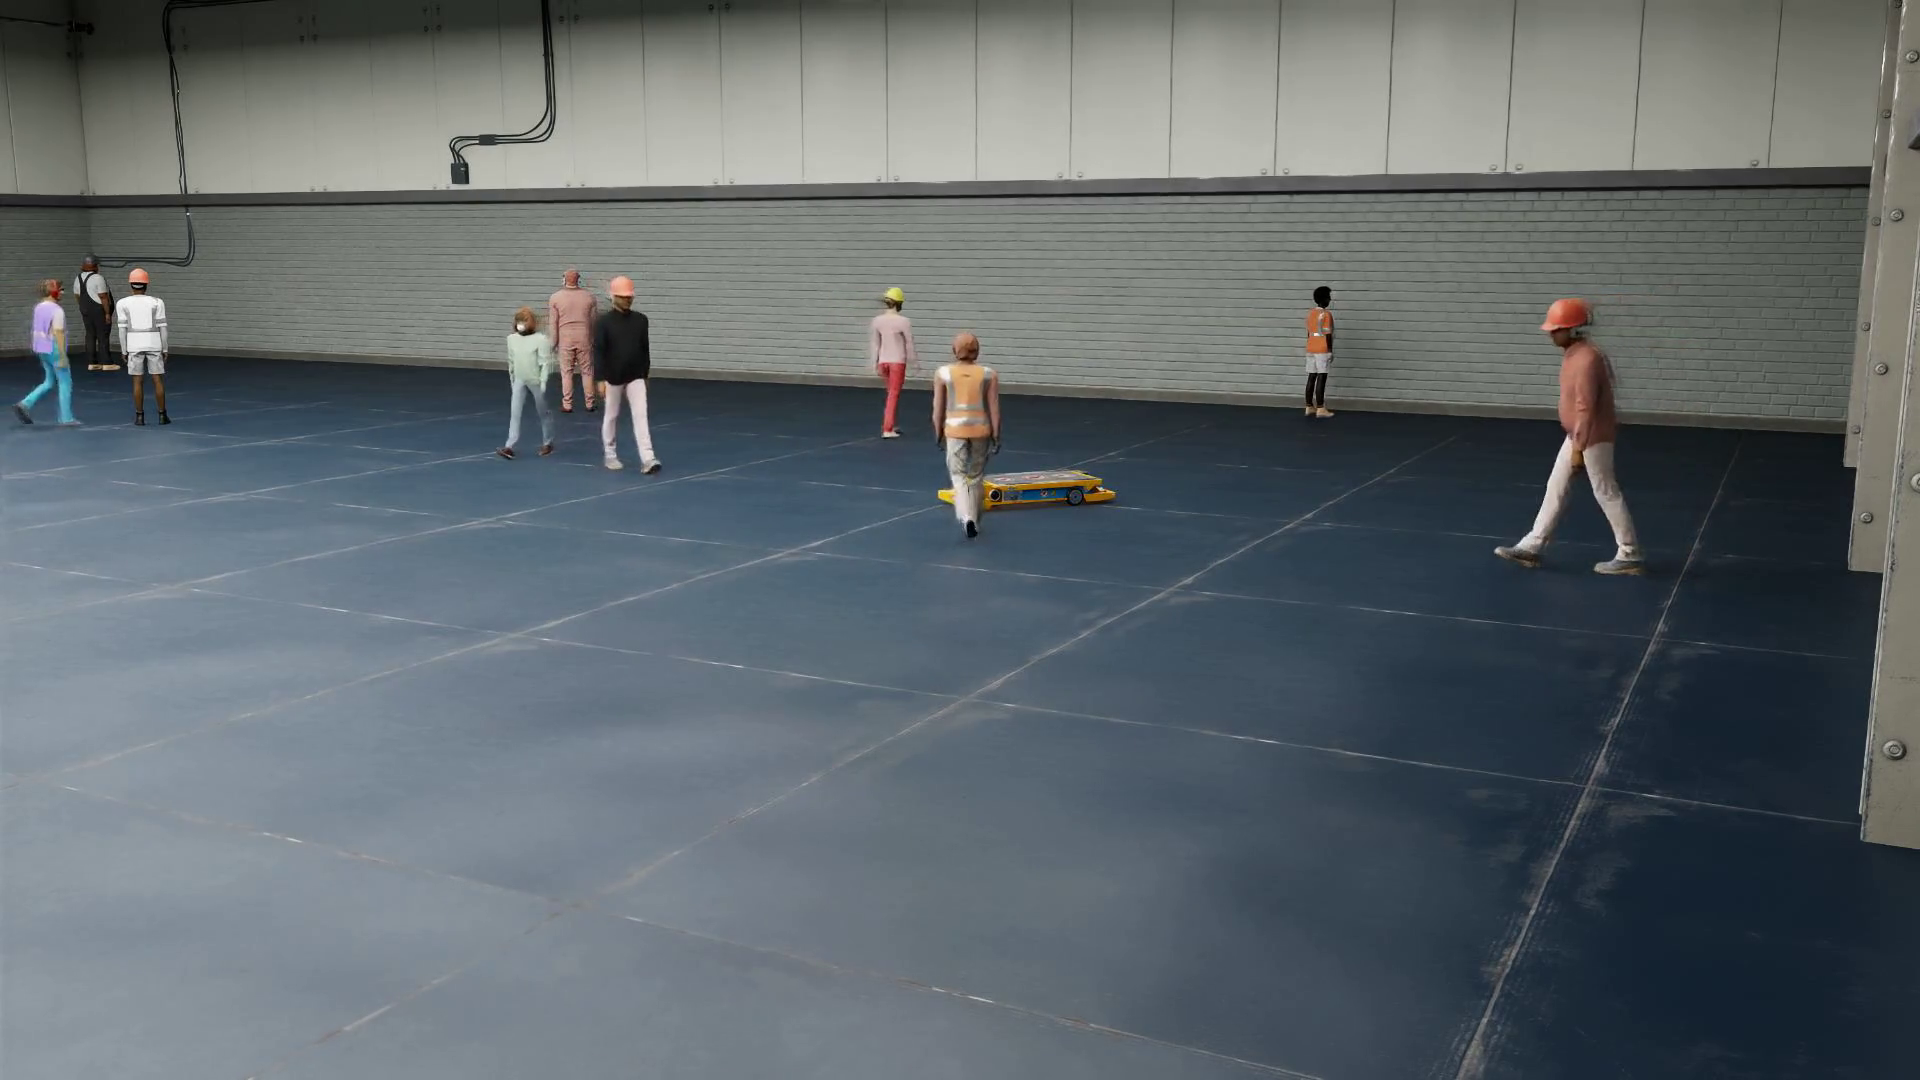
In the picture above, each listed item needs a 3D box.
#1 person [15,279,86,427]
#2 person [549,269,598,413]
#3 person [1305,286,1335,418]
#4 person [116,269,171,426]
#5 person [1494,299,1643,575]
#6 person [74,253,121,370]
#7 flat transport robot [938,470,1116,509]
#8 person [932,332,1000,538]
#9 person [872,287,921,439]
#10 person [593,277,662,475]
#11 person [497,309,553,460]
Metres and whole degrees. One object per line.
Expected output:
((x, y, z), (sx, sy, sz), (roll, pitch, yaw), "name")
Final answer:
((-11.170, -2.270, 20.331), (0.577, 1.830, 0.667), (8, 13, 36), "person")
((-5.142, -2.649, 22.155), (0.652, 1.906, 0.402), (-4, 11, -22), "person")
((4.674, -2.437, 21.568), (0.318, 1.699, 0.535), (-4, 11, -19), "person")
((-10.116, -2.385, 20.632), (0.552, 1.937, 0.356), (-5, 11, -25), "person")
((4.282, -0.702, 11.525), (1.039, 1.908, 0.649), (1, 10, 6), "person")
((-15.077, -3.990, 29.099), (0.683, 2.000, 0.538), (4, 11, 22), "person")
((0.590, -0.453, 14.645), (1.431, 0.197, 0.652), (-5, 11, -23), "flat transport robot")
((0.066, -0.804, 12.897), (0.526, 1.610, 0.644), (-2, 11, -12), "person")
((-0.713, -2.061, 19.402), (0.533, 1.745, 0.676), (9, 13, 39), "person")
((-3.322, -1.620, 16.457), (0.650, 1.935, 1.044), (-7, 13, -34), "person")
((-4.570, -1.645, 17.556), (0.514, 1.573, 0.867), (3, 11, 15), "person")
